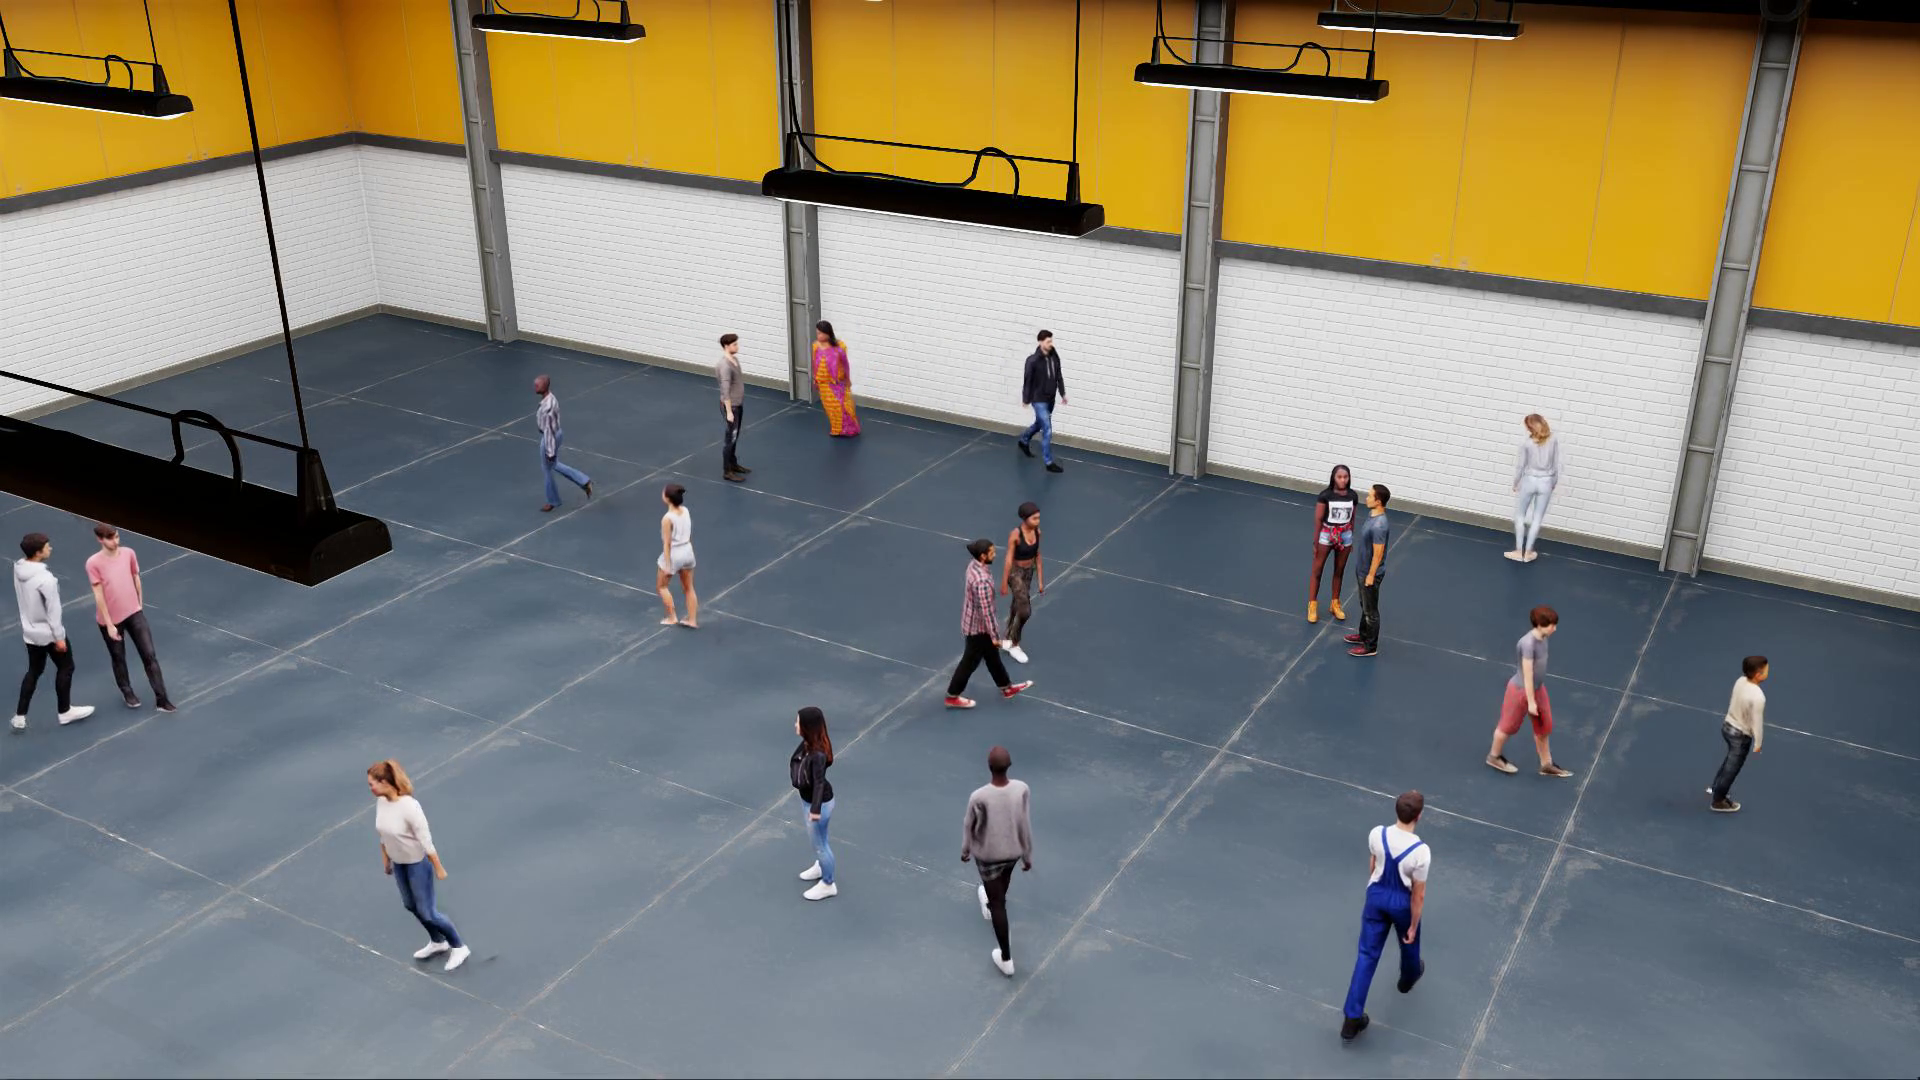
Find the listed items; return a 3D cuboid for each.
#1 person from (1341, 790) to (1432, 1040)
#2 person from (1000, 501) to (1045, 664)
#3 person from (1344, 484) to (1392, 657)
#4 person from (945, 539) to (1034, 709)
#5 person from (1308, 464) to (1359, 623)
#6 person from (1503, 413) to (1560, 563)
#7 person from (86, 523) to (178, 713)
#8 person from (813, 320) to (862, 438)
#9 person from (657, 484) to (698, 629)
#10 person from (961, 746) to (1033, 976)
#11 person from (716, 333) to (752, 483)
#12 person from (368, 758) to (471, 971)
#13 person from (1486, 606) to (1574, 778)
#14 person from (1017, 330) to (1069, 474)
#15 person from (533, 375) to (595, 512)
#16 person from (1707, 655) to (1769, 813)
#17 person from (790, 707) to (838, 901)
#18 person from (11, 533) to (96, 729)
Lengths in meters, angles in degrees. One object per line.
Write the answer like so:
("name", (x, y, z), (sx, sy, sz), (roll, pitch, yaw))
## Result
("person", (2.906, 2.590, 11.426), (1.241, 1.796, 0.749), (16, 28, 32))
("person", (0.550, 0.366, 16.670), (0.675, 1.671, 0.731), (-18, 30, -36))
("person", (4.125, 0.288, 16.674), (0.693, 1.810, 0.730), (2, 24, 5))
("person", (0.103, 0.810, 15.582), (1.223, 1.728, 1.086), (-2, 24, -4))
("person", (3.903, 0.015, 17.401), (0.713, 1.728, 0.787), (-3, 24, -7))
("person", (6.517, -0.586, 18.732), (0.628, 1.764, 0.769), (10, 25, 21))
("person", (-7.913, 0.698, 15.593), (1.113, 1.925, 0.780), (21, 31, 39))
("person", (-1.685, -2.185, 22.546), (0.725, 1.638, 0.929), (2, 24, 4))
("person", (-2.853, 0.195, 17.150), (0.600, 1.598, 0.585), (14, 27, 28))
("person", (0.314, 2.349, 12.059), (1.083, 1.731, 1.195), (-8, 25, -18))
("person", (-2.904, -1.705, 21.116), (0.723, 1.903, 0.770), (2, 24, 6))
("person", (-3.917, 2.347, 12.097), (0.618, 1.703, 0.821), (10, 26, 22))
("person", (4.875, 1.307, 14.575), (0.737, 1.625, 1.010), (-22, 32, -40))
("person", (1.013, -1.829, 21.467), (0.928, 1.850, 1.290), (-20, 31, -39))
("person", (-4.827, -1.158, 20.037), (1.047, 1.766, 0.970), (-4, 24, -9))
("person", (6.506, 1.633, 14.042), (0.696, 1.453, 0.663), (-2, 24, -5))
("person", (-1.118, 2.018, 12.942), (0.763, 1.630, 0.715), (-5, 24, -11))
("person", (-8.454, 0.866, 15.242), (0.806, 1.899, 0.838), (9, 25, 20))
